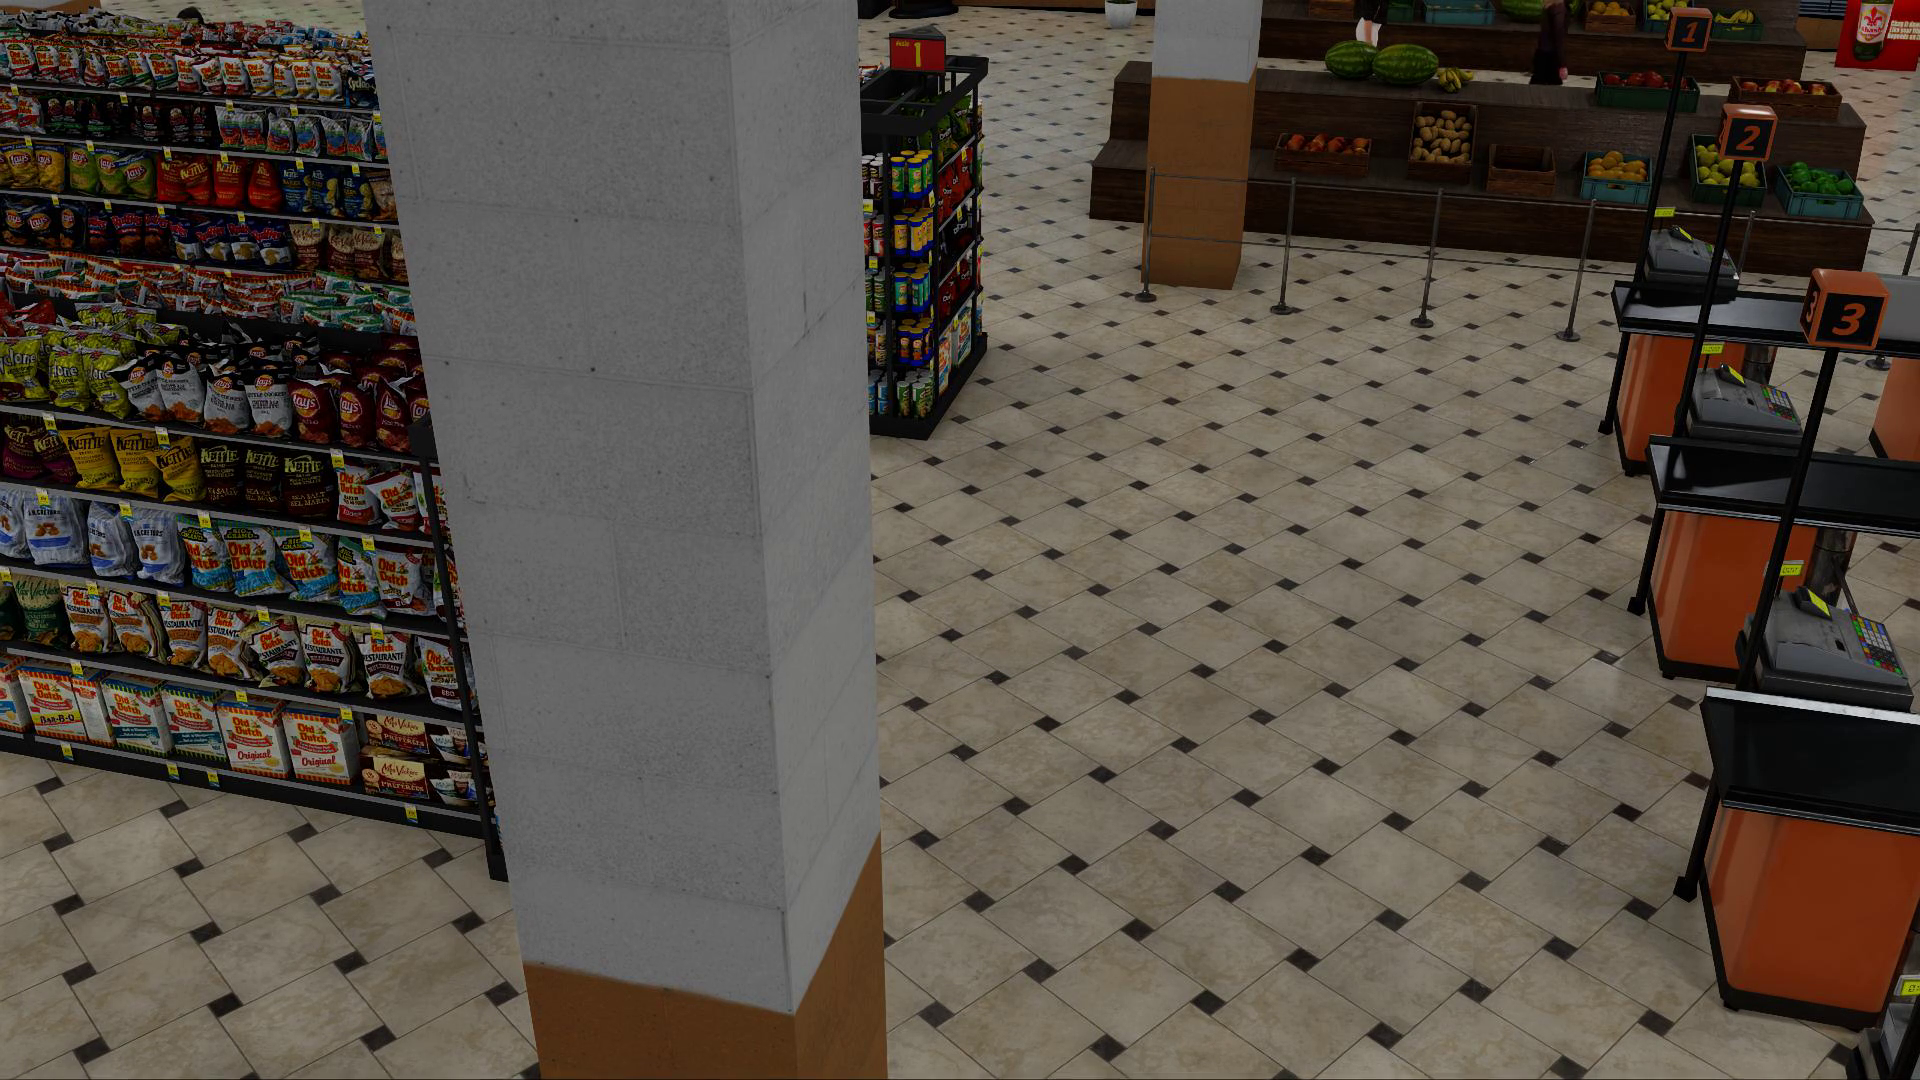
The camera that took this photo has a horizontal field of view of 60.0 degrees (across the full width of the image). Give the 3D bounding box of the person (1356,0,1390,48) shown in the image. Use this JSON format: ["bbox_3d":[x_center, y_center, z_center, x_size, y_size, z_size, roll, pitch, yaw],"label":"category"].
[{"bbox_3d":[4.088,-5.088,16.653,0.515,1.704,0.596,9,30,15],"label":"person"}]
